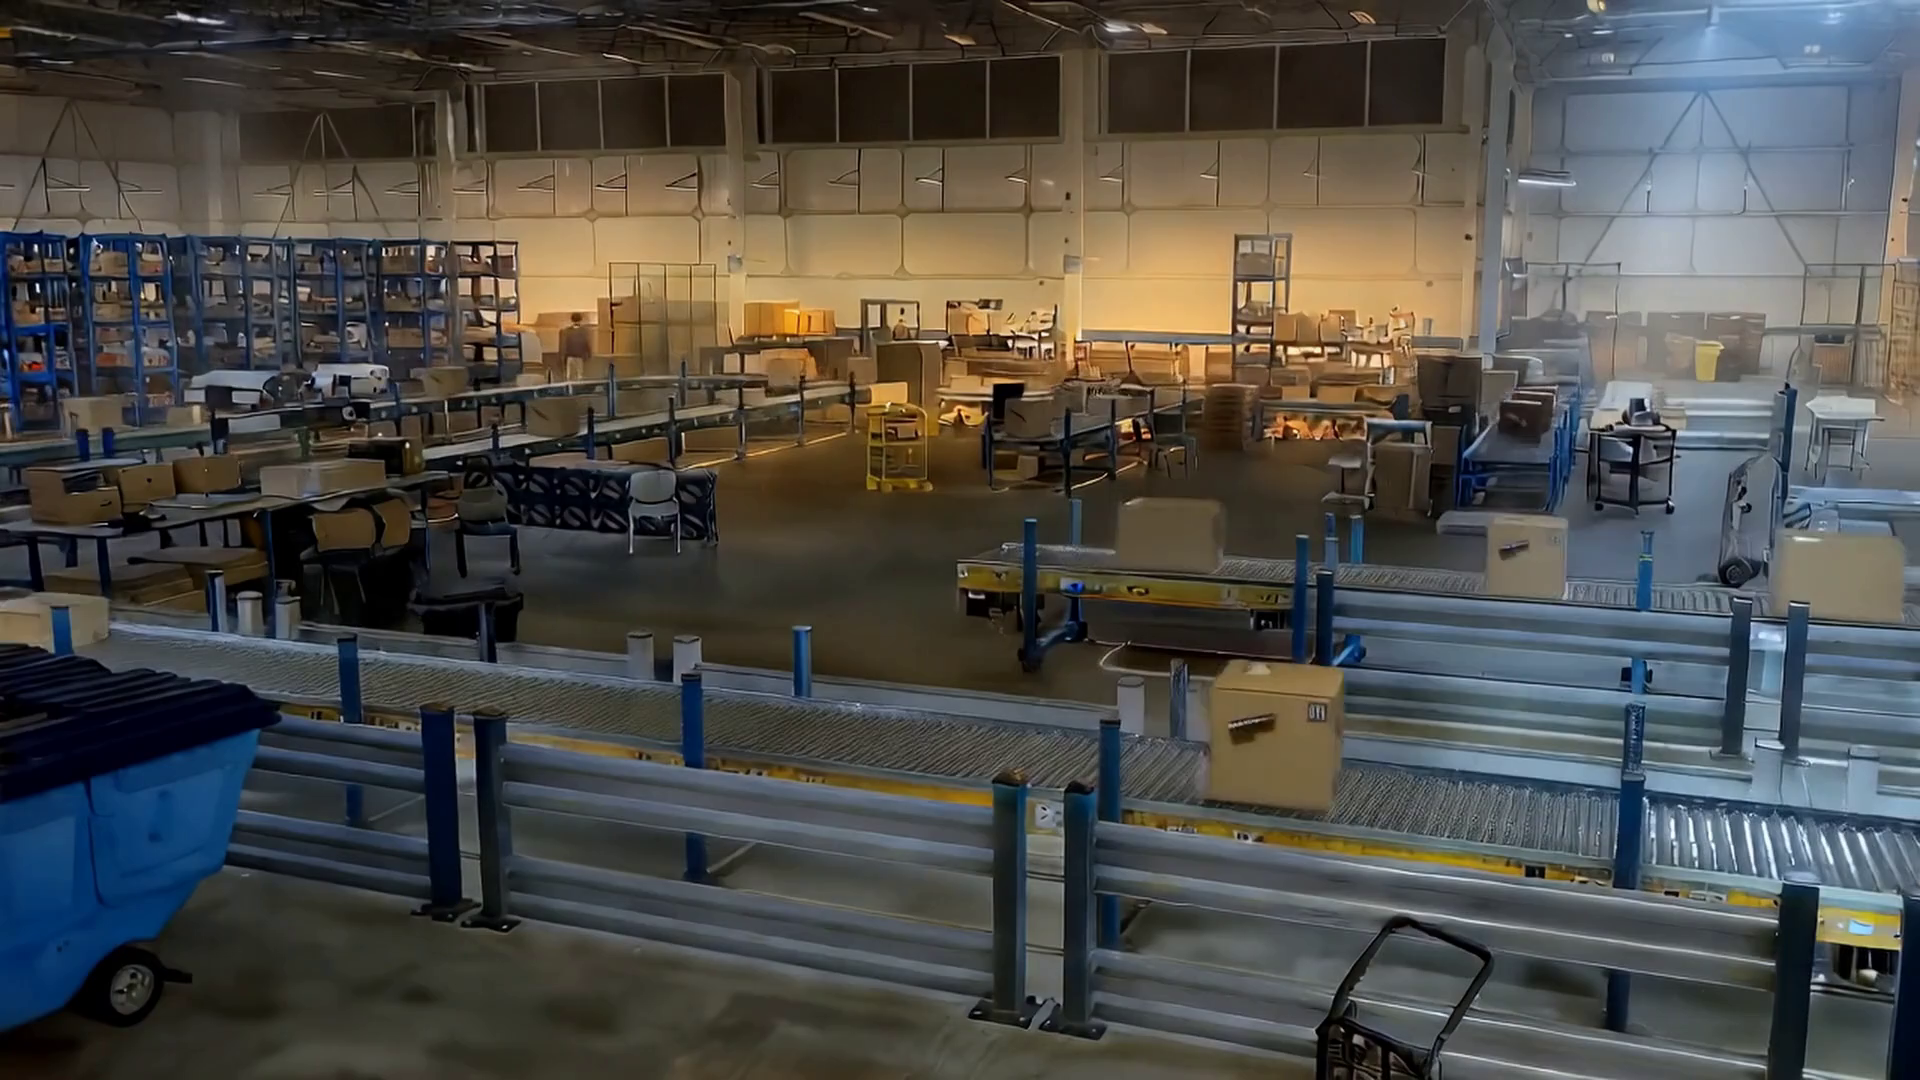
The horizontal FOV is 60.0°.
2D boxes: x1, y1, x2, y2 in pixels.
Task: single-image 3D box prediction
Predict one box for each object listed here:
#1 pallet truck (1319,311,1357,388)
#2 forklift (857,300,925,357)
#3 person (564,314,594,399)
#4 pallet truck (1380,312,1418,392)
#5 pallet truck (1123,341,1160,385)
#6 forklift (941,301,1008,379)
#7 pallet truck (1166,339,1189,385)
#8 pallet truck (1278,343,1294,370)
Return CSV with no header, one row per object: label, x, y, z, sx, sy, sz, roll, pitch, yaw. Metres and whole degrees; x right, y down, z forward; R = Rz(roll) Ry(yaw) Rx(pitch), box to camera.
pallet truck,9.071,-4.419,39.190,0.823,1.965,1.885,5,10,26
forklift,-1.732,-5.109,42.468,1.157,1.987,2.680,4,10,22
person,-8.624,-4.159,37.807,0.650,1.920,1.002,-7,12,-37
pallet truck,10.207,-4.283,38.369,0.823,1.965,1.885,3,10,20
pallet truck,4.445,-4.380,41.279,0.680,1.201,1.601,4,10,22
forklift,0.365,-4.966,41.571,1.157,1.987,2.680,3,10,20
pallet truck,5.418,-4.269,40.420,0.704,1.261,1.522,3,10,20
pallet truck,7.886,-4.163,39.743,0.653,1.274,1.630,4,10,22
